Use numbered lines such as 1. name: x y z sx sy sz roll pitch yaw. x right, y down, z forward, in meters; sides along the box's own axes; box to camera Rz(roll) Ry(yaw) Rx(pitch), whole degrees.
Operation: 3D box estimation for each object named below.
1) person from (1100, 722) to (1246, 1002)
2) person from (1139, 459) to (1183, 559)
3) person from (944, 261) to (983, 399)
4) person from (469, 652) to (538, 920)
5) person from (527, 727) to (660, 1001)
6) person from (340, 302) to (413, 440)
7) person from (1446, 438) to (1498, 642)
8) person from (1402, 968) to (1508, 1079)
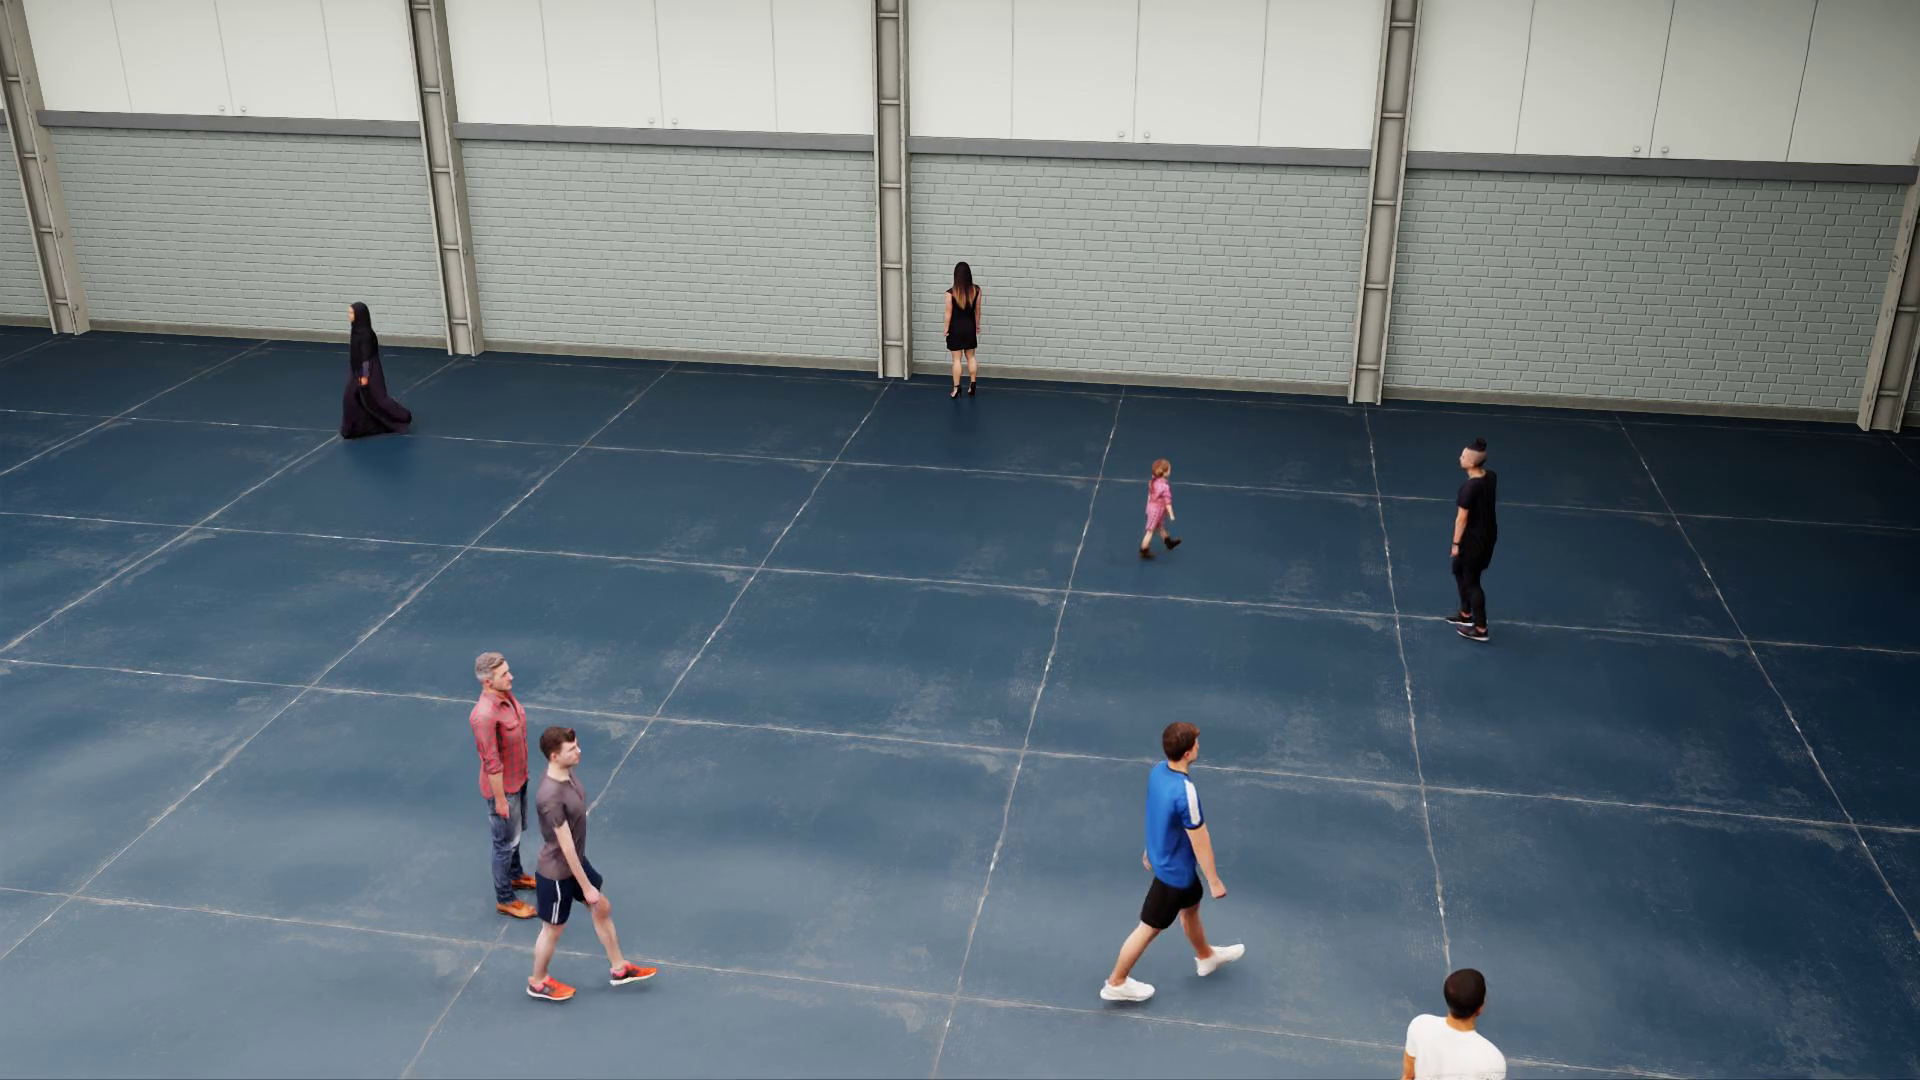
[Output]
1. person: 1.166 1.946 9.801 1.308 1.824 1.029 -6 24 -15
2. person: 1.872 -0.284 16.099 0.783 1.000 0.678 -11 26 -25
3. person: 0.038 -2.599 20.625 0.729 1.718 0.820 -11 25 -23
4. person: -2.945 1.546 10.732 0.626 1.831 0.729 -1 23 -2
5. person: -2.426 1.943 9.811 1.052 1.821 0.758 1 23 3
6. person: -6.806 -1.964 19.282 1.058 1.599 1.064 -19 30 -38
7. person: 4.516 0.010 14.335 0.857 1.839 0.835 17 29 35
8. person: 2.266 2.802 7.826 0.665 1.794 0.786 18 29 36
